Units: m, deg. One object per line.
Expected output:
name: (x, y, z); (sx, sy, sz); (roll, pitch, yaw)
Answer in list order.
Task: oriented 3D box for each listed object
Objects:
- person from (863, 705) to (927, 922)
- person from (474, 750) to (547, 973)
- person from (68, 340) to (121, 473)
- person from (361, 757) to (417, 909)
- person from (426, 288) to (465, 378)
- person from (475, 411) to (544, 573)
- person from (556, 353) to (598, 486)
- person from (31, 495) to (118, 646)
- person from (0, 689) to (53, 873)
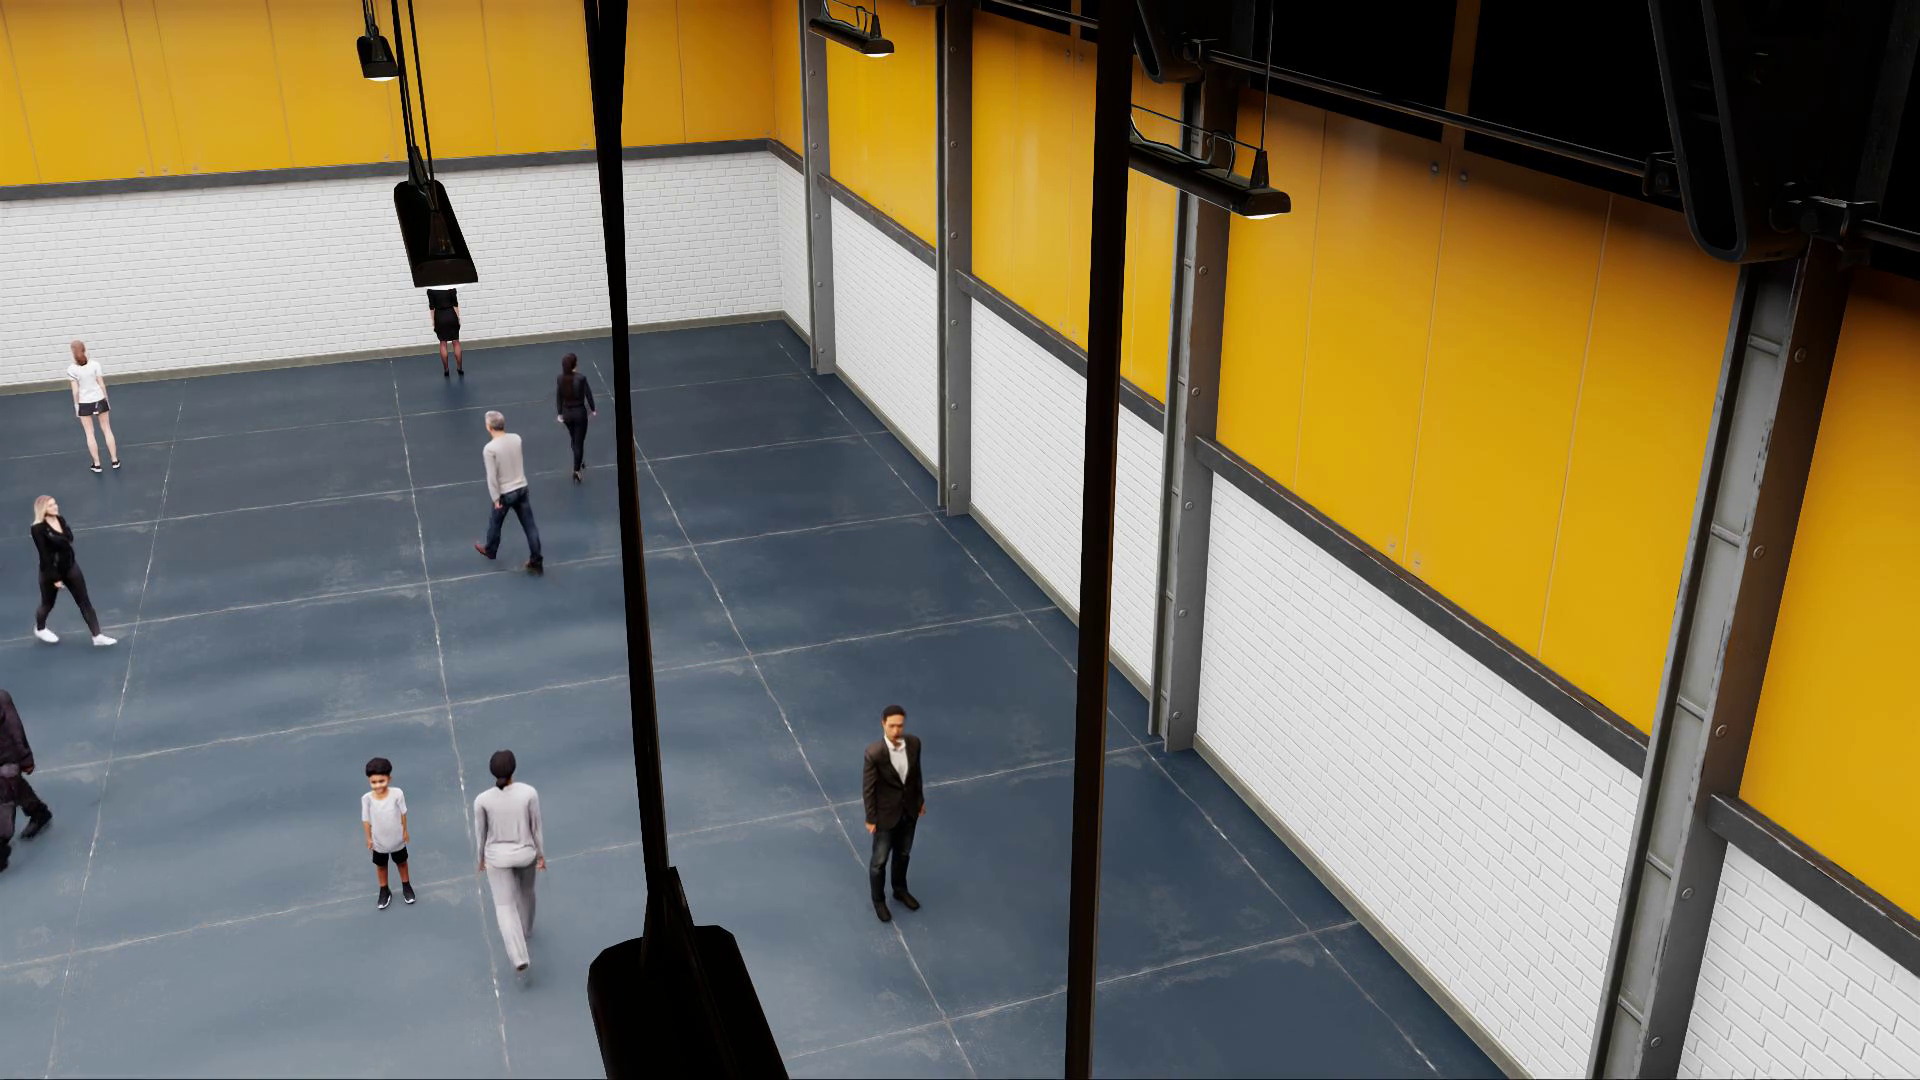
person: (-0.517, 2.071, 12.843); (0.725, 1.802, 0.630); (-15, 28, -31)
person: (-3.306, 2.374, 12.264); (0.634, 1.711, 1.061); (-8, 25, -18)
person: (-11.309, -1.757, 21.662); (0.634, 1.752, 0.653); (-18, 29, -35)
person: (-4.499, 2.275, 13.052); (0.480, 1.262, 0.495); (-8, 25, -17)
person: (-7.825, -3.329, 25.319); (0.601, 1.705, 0.513); (-6, 24, -14)
person: (-4.977, -0.493, 18.653); (1.343, 1.847, 1.155); (18, 29, 35)
person: (-4.930, -1.526, 21.216); (0.832, 1.686, 0.940); (6, 24, 12)
person: (-9.285, 0.350, 16.977); (1.129, 1.645, 1.153); (7, 25, 16)
person: (-7.817, 1.742, 13.624); (1.121, 1.780, 1.340); (4, 24, 10)
